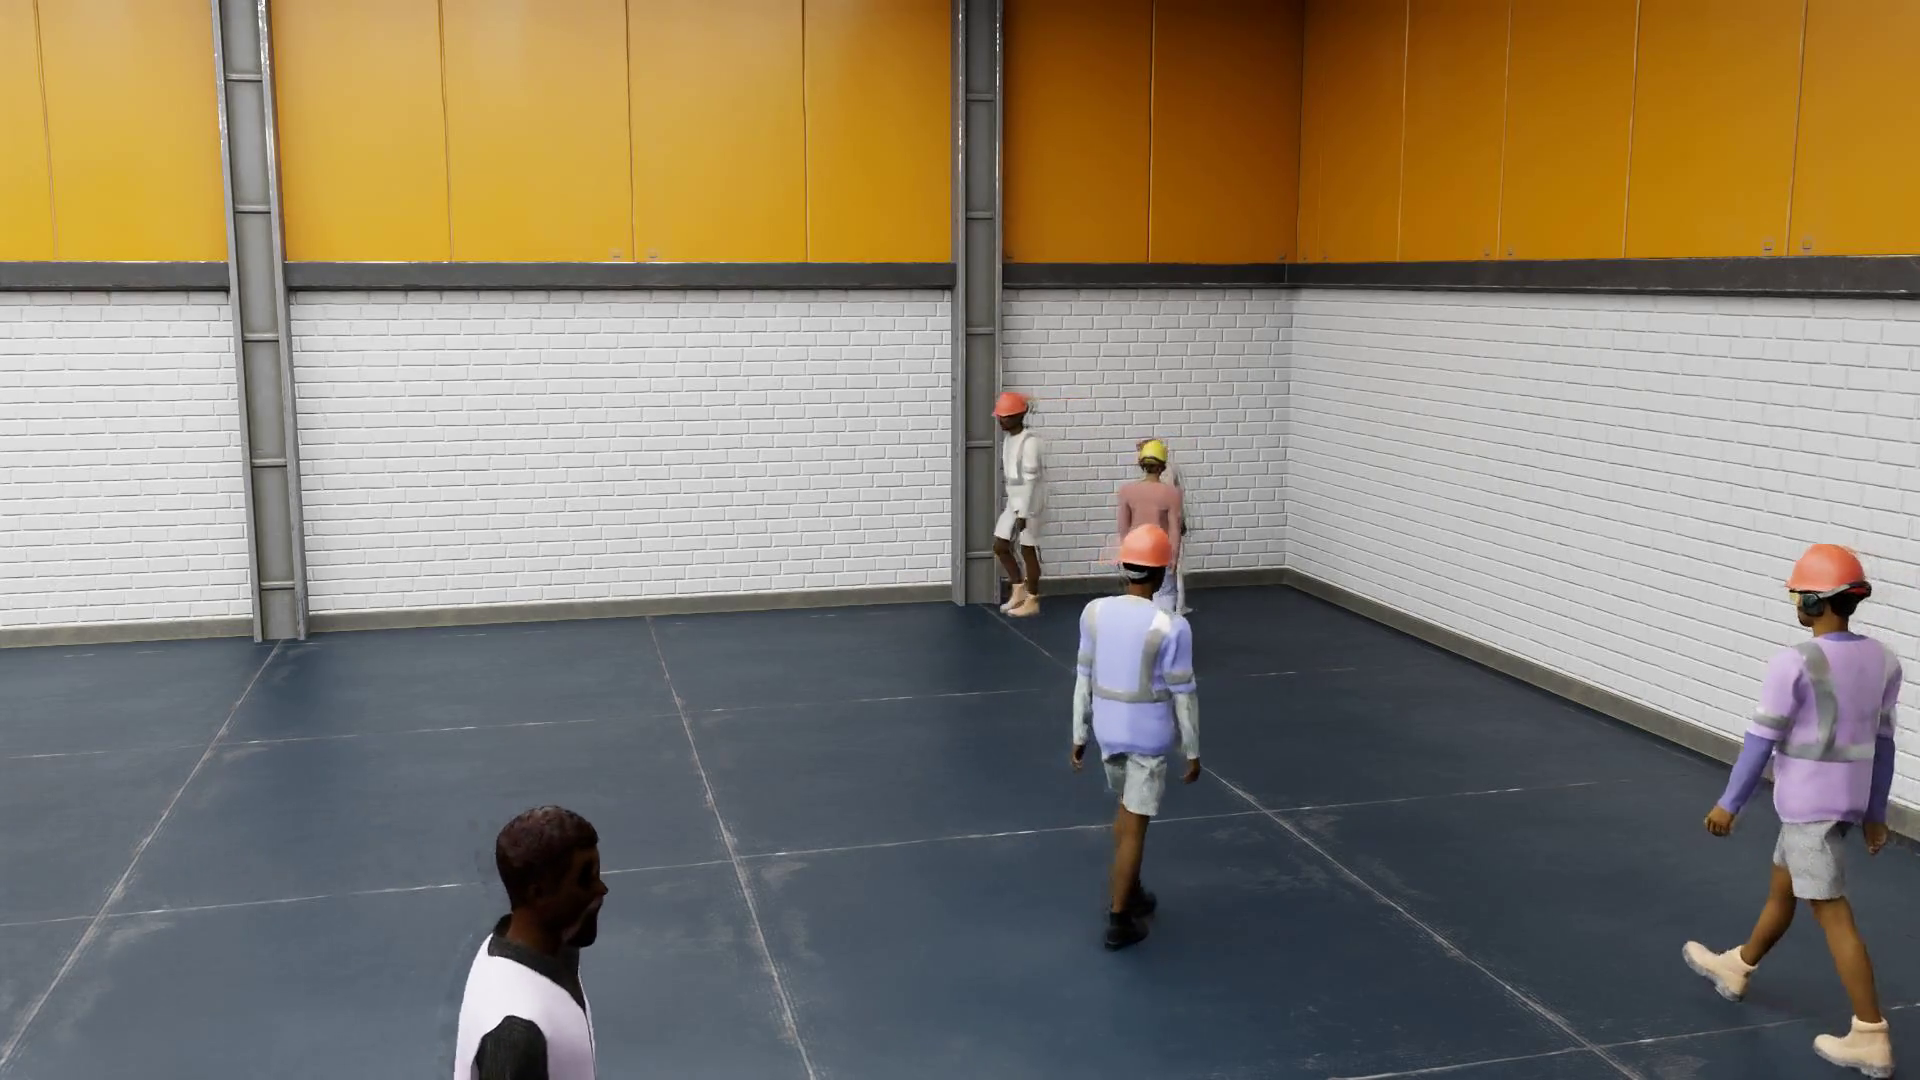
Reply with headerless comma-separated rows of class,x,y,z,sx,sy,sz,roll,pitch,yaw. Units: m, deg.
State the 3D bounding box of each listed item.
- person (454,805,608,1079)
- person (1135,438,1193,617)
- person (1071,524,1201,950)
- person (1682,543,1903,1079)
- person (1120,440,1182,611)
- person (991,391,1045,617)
person,-0.881,1.503,3.791,0.987,1.863,0.618,-2,9,-12
person,1.792,-0.101,14.615,0.666,1.607,0.338,-9,12,-43
person,0.854,0.872,7.579,0.582,1.914,0.707,7,12,38
person,3.313,1.005,6.536,0.631,1.987,1.045,-5,10,-27
person,1.478,0.104,12.888,0.532,1.753,0.391,4,10,24
person,0.520,-0.299,14.603,0.513,2.017,0.607,-5,10,-27
